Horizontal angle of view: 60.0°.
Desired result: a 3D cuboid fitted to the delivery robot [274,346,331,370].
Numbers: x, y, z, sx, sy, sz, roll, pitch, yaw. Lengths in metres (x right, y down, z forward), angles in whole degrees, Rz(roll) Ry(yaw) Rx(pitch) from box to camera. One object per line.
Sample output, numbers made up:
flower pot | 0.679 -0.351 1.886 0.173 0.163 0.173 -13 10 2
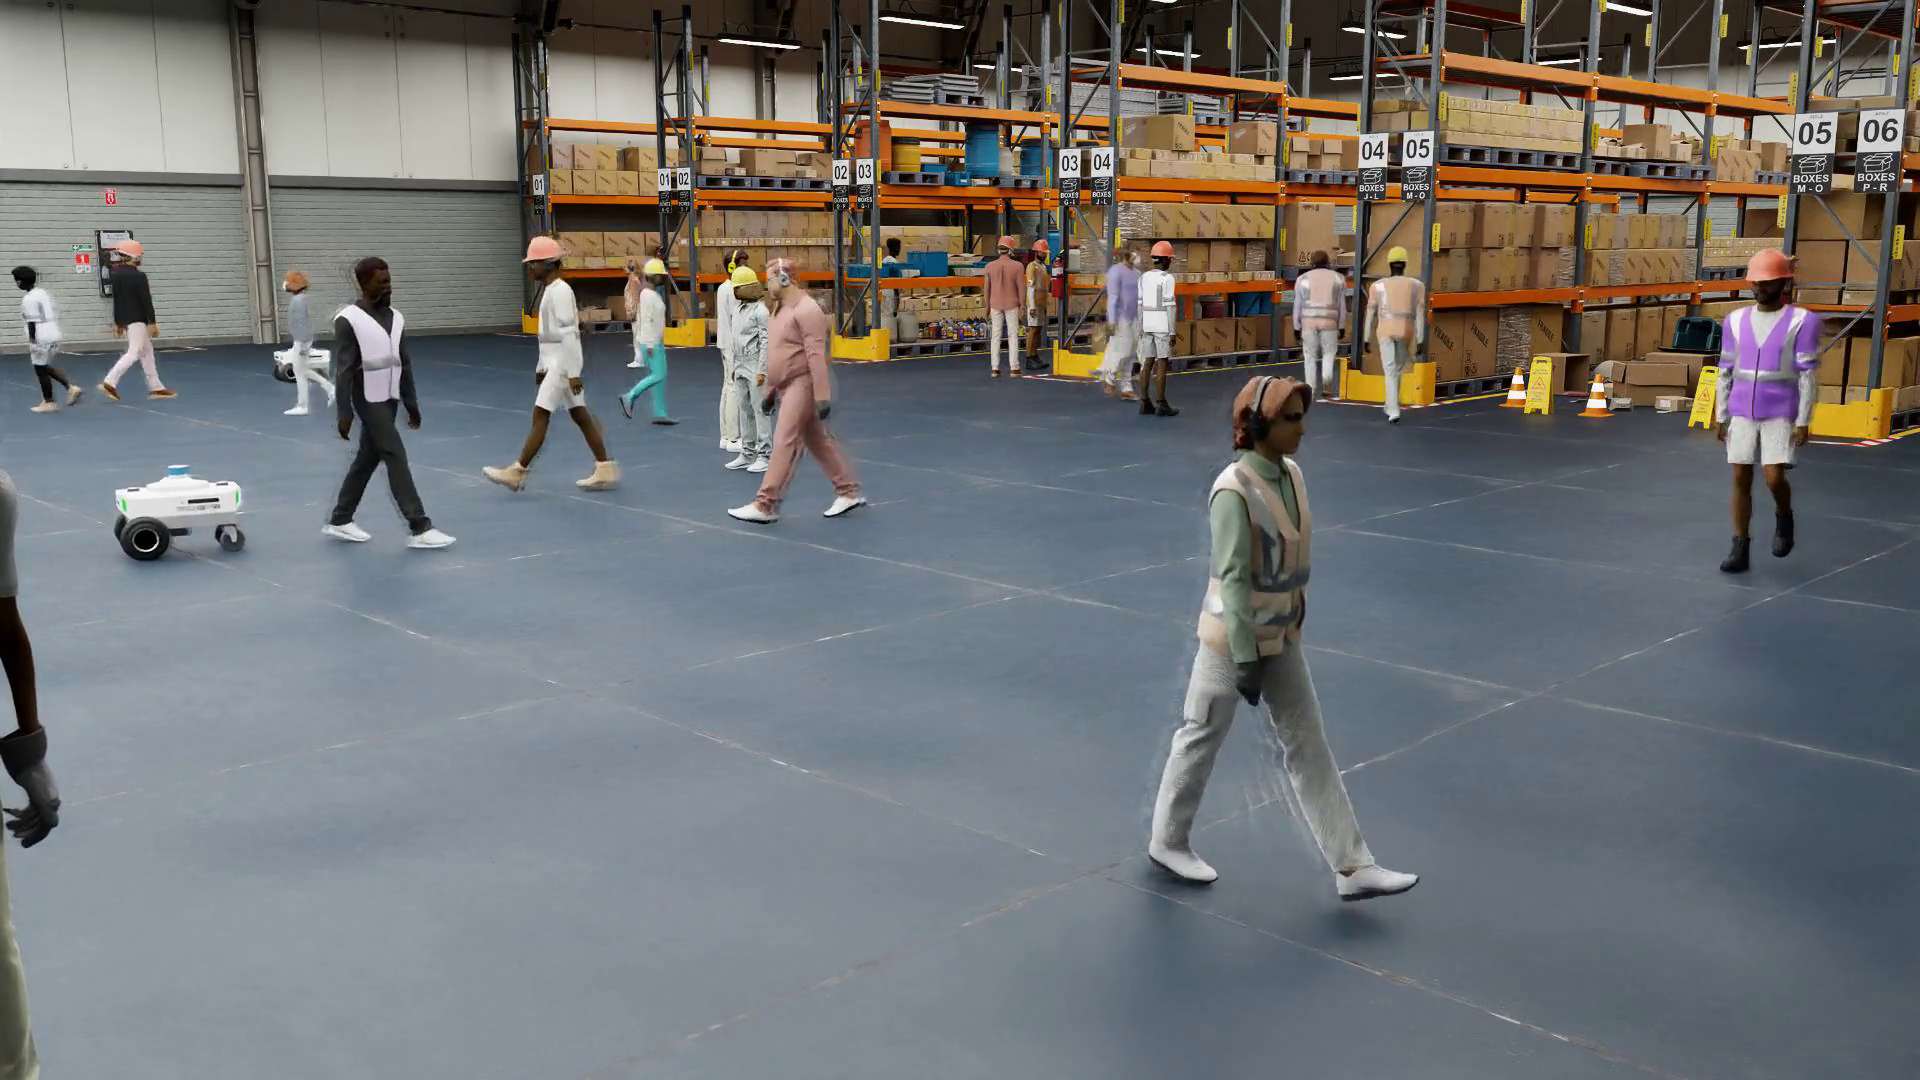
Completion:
delivery robot | -9.126 -2.524 23.106 0.707 0.478 0.477 -8 13 -36

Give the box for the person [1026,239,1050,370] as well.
person | 1.189 -3.552 25.088 0.376 1.934 0.548 4 11 23

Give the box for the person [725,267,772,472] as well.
person | -1.811 -1.452 14.184 0.311 1.735 0.483 -9 14 -40

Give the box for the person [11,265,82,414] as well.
person | -10.289 -2.252 18.696 0.487 1.666 0.595 -2 11 -9

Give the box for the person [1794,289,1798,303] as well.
person | 16.009 -4.764 32.052 0.511 1.799 0.609 -7 12 -33

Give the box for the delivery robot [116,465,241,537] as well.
delivery robot | -4.980 -0.234 10.617 0.707 0.478 0.477 -6 12 -30

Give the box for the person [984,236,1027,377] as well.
person | 0.649 -3.319 23.649 0.623 1.992 0.396 3 11 18

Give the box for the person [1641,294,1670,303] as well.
person | 13.434 -4.901 32.206 0.650 2.029 0.652 8 13 36

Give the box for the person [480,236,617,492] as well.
person | -3.211 -1.359 12.989 1.062 1.982 0.634 -3 11 -14

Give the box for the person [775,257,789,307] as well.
person | -2.972 -3.996 28.332 0.520 1.620 0.341 7 12 33

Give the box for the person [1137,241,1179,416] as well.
person | 2.241 -2.371 18.645 0.371 1.933 0.552 -7 13 -35

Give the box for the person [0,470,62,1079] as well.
person | -2.118 0.473 3.353 0.511 1.864 0.312 -8 13 -38

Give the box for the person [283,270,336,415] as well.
person | -7.345 -2.226 18.712 0.529 1.622 0.506 -5 11 -24

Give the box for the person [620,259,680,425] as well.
person | -3.288 -2.093 17.607 0.523 1.751 0.543 1 10 5

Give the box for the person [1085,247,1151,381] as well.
person | 2.209 -3.101 22.876 0.972 1.827 0.723 -1 10 -6

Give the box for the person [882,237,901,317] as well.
person | -1.199 -4.344 29.320 0.362 1.963 0.613 -4 11 -21

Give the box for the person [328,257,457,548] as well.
person | -3.767 -0.893 10.784 0.987 1.872 0.605 3 11 14

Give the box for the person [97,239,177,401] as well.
person | -10.105 -2.674 20.258 0.619 1.966 0.972 8 13 37

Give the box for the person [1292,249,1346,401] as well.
person | 4.359 -2.609 20.231 0.645 1.827 0.444 2 11 9

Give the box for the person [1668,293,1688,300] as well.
person | 15.042 -5.339 34.855 0.545 1.929 0.389 -2 11 -9

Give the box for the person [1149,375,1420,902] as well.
person | 0.926 0.308 4.961 0.874 1.587 0.537 8 13 36

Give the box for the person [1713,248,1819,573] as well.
person | 4.808 -0.770 9.943 0.516 1.926 0.550 -9 14 -42

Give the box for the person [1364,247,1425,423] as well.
person | 4.710 -2.225 18.040 0.599 1.875 1.006 1 10 5

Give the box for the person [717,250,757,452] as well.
person | -2.105 -1.766 15.565 0.328 1.857 0.517 -4 11 -20

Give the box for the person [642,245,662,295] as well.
person | -5.761 -4.689 31.595 0.580 1.820 0.557 10 14 43

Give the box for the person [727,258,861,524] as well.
person | -1.153 -1.054 11.733 1.023 1.848 0.659 -5 11 -25

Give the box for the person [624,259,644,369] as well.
person | -4.938 -3.433 25.240 0.315 1.641 0.515 -2 11 -9

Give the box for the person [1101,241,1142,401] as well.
person | 2.024 -2.647 20.159 0.410 1.928 0.664 8 13 38
